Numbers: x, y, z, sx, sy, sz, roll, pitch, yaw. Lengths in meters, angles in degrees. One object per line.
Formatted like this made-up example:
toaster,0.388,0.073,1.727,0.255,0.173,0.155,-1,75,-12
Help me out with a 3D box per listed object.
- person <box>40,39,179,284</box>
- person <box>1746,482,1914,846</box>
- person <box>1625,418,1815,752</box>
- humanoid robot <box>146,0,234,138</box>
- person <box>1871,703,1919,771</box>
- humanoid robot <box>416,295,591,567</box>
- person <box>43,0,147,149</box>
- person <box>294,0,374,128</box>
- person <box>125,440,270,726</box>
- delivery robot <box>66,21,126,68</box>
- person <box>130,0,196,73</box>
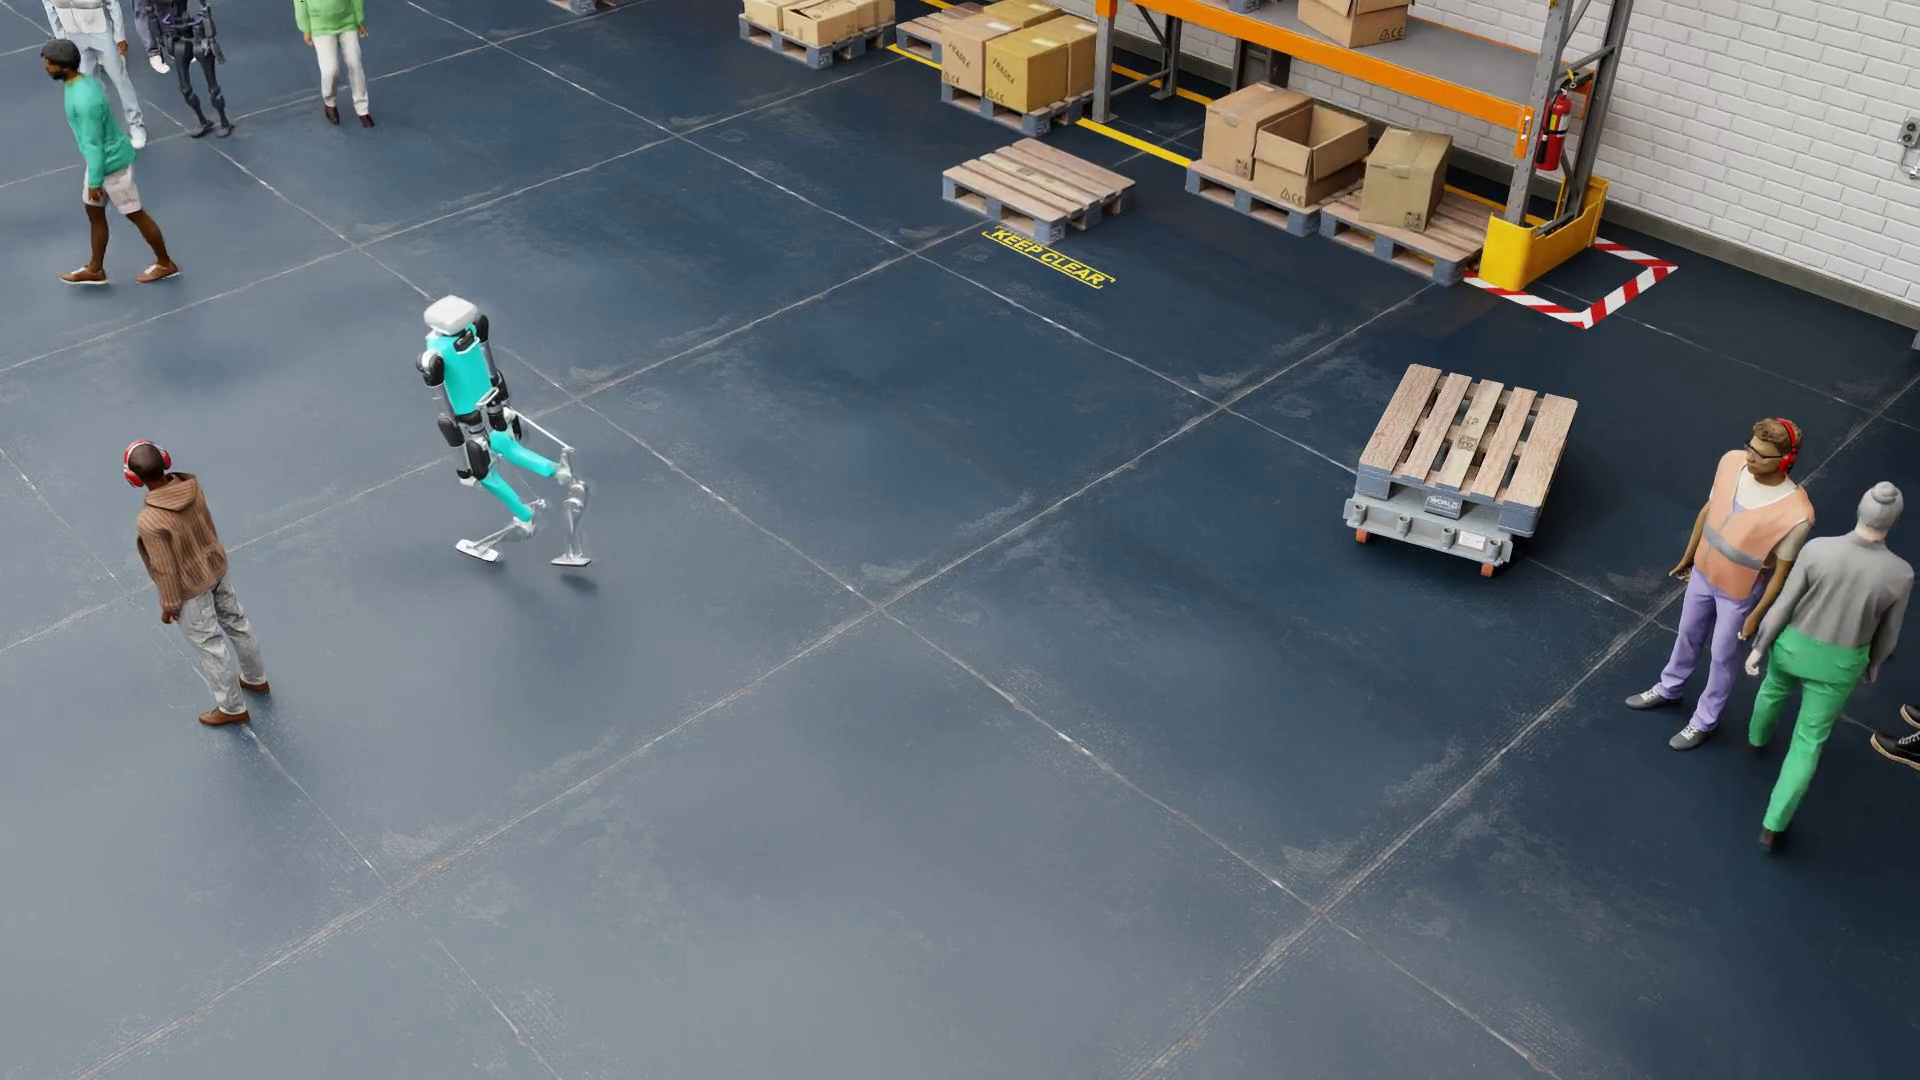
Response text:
person,-6.147,-2.590,11.673,0.860,1.816,0.529,-21,42,-25
person,3.935,0.514,7.595,0.557,1.793,0.954,22,42,26
person,3.684,0.204,7.955,0.390,1.846,0.565,-13,39,-16
humanoid robot,-6.448,-4.180,13.898,0.591,1.656,0.321,5,37,7
person,4.821,0.262,7.780,0.605,1.965,0.368,-26,44,-30
humanoid robot,-2.368,-0.465,8.969,1.028,1.765,0.540,12,39,15
person,-7.153,-4.170,13.687,0.590,1.919,0.393,-1,37,-2
person,-5.308,-4.368,14.078,0.569,1.753,0.461,-29,46,-32
person,-3.719,0.213,8.104,0.327,1.648,0.458,7,38,9
delivery robot,-8.080,-4.664,15.464,0.499,0.587,0.789,-12,39,-15
person,-7.442,-5.242,15.147,0.416,1.865,0.815,20,41,24
